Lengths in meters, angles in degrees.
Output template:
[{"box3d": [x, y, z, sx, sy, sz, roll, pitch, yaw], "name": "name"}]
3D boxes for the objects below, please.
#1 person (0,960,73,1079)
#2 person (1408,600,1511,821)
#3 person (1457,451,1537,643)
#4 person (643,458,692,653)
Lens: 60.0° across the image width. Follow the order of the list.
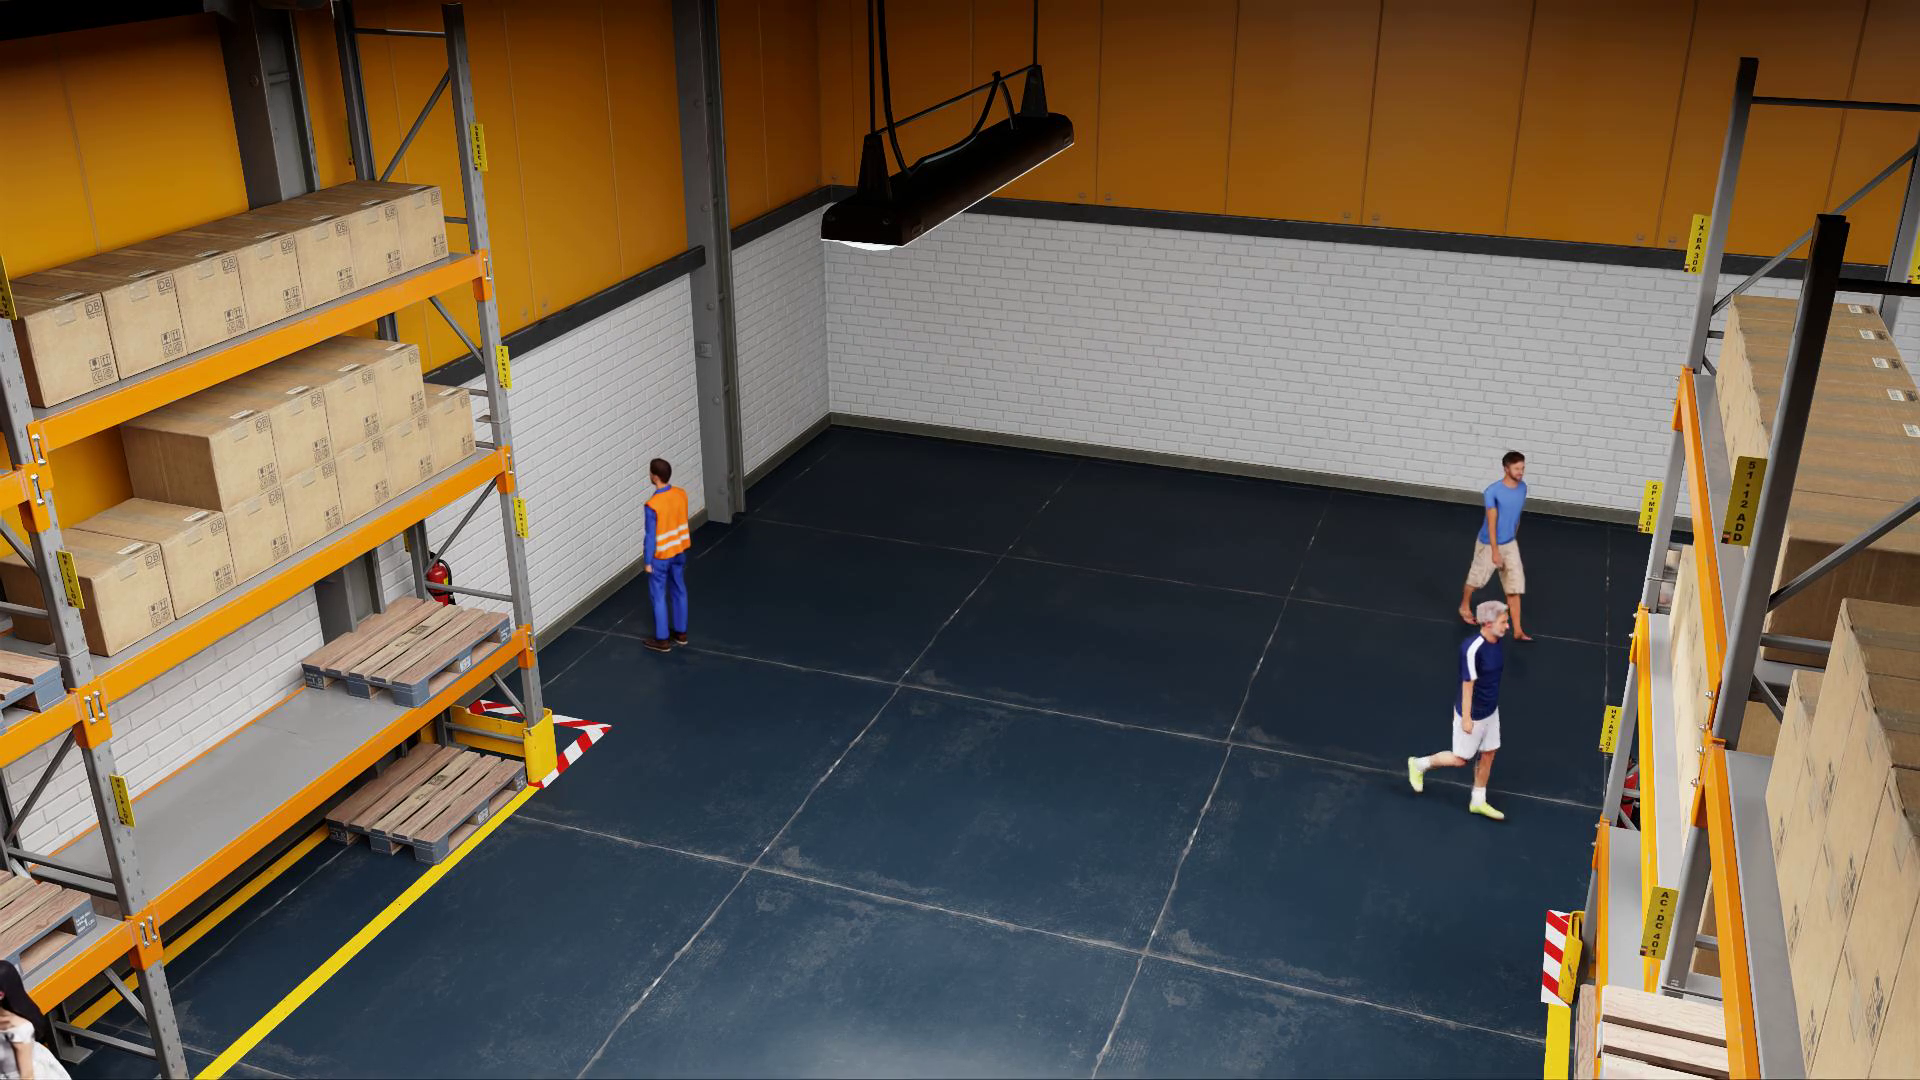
[{"box3d": [-4.950, 2.980, 8.894, 0.813, 1.769, 0.781, -17, 29, -33], "name": "person"}, {"box3d": [3.869, 1.273, 12.739, 0.979, 1.817, 1.067, 22, 32, 40], "name": "person"}, {"box3d": [4.972, 0.023, 15.603, 1.126, 1.813, 1.280, -7, 25, -17], "name": "person"}, {"box3d": [-2.668, 0.125, 15.311, 0.832, 1.861, 0.677, 15, 28, 31], "name": "person"}]
